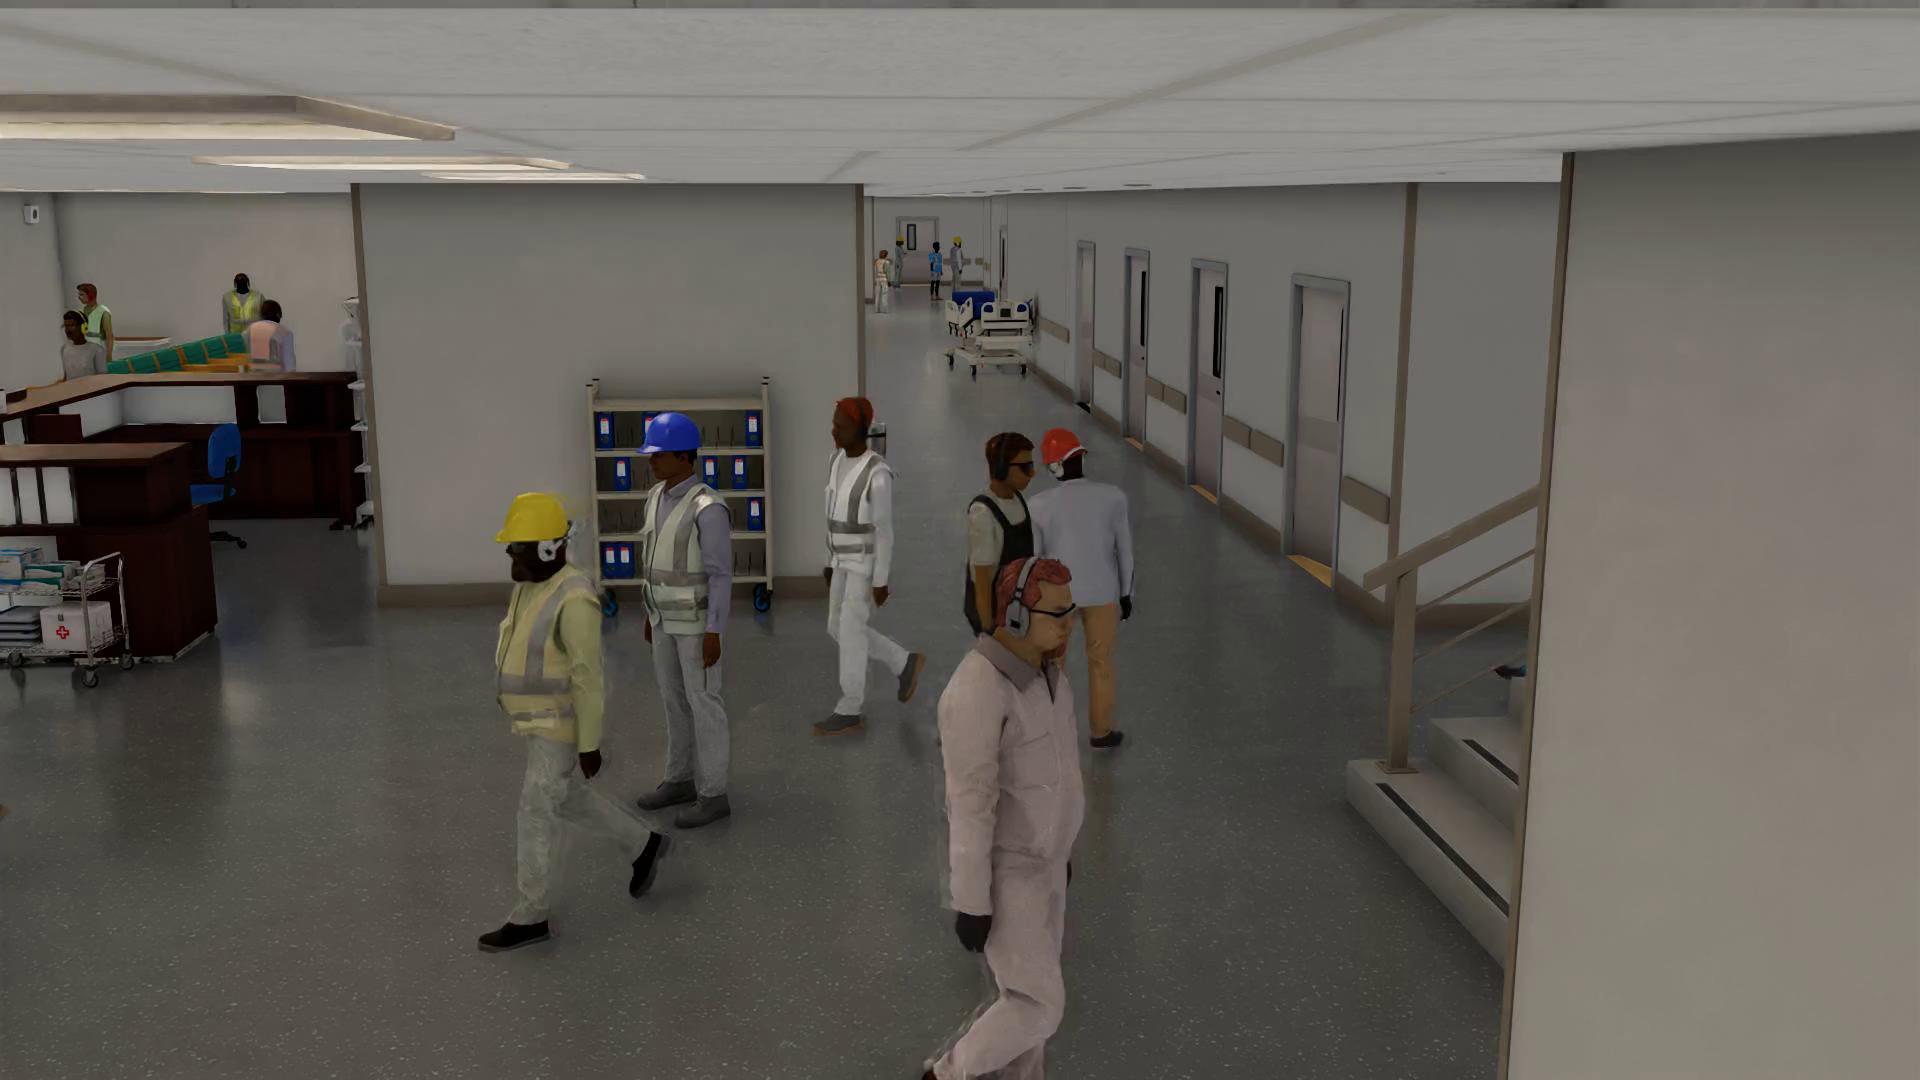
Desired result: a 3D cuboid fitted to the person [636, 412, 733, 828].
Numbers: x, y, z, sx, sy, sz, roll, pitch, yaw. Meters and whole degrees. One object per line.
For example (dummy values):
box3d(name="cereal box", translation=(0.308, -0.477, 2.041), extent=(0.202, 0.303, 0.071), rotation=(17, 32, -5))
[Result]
box3d(name="person", translation=(-1.298, 0.366, 7.800), extent=(0.389, 1.947, 0.614), rotation=(-10, 15, -40))

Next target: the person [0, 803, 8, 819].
box3d(name="person", translation=(-4.887, 0.449, 7.482), extent=(1.063, 1.906, 0.625), rotation=(0, 12, -2))

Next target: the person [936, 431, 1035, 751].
box3d(name="person", translation=(0.166, 0.374, 8.031), extent=(0.537, 1.833, 0.531), rotation=(6, 13, 27))

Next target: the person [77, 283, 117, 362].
box3d(name="person", translation=(-11.254, -2.428, 21.725), extent=(0.564, 1.839, 0.395), rotation=(6, 13, 29))

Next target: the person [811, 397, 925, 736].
box3d(name="person", translation=(-0.512, 0.130, 9.162), extent=(0.680, 1.866, 0.593), rotation=(-6, 13, -28))

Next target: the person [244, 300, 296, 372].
box3d(name="person", translation=(-7.632, -1.762, 18.520), extent=(0.630, 1.814, 0.534), rotation=(4, 12, 18))

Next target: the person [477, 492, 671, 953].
box3d(name="person", translation=(-1.548, 0.685, 6.609), extent=(0.808, 1.807, 0.600), rotation=(-7, 14, -32))

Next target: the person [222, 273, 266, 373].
box3d(name="person", translation=(-10.697, -3.079, 24.931), extent=(0.622, 1.835, 0.431), rotation=(-4, 12, -19))

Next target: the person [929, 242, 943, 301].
box3d(name="person", translation=(-0.691, -7.837, 48.504), extent=(0.318, 1.697, 0.535), rotation=(8, 14, 35))

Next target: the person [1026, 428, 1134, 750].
box3d(name="person", translation=(0.615, 0.276, 8.818), extent=(0.640, 1.714, 0.348), rotation=(-1, 12, -5))

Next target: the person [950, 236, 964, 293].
box3d(name="person", translation=(-0.075, -8.082, 49.364), extent=(0.403, 1.833, 0.586), rotation=(-5, 13, -25))

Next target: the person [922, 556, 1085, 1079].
box3d(name="person", translation=(0.190, 0.973, 4.964), extent=(0.425, 1.889, 0.659), rotation=(5, 13, 23))

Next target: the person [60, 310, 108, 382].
box3d(name="person", translation=(-8.408, -1.274, 16.008), extent=(0.513, 1.872, 0.331), rotation=(3, 12, 13))

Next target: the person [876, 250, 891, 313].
box3d(name="person", translation=(-1.995, -6.684, 43.039), extent=(0.514, 1.630, 0.318), rotation=(11, 16, 43))

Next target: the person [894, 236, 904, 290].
box3d(name="person", translation=(-1.951, -8.946, 53.837), extent=(0.339, 1.735, 0.482), rotation=(3, 12, 14))
